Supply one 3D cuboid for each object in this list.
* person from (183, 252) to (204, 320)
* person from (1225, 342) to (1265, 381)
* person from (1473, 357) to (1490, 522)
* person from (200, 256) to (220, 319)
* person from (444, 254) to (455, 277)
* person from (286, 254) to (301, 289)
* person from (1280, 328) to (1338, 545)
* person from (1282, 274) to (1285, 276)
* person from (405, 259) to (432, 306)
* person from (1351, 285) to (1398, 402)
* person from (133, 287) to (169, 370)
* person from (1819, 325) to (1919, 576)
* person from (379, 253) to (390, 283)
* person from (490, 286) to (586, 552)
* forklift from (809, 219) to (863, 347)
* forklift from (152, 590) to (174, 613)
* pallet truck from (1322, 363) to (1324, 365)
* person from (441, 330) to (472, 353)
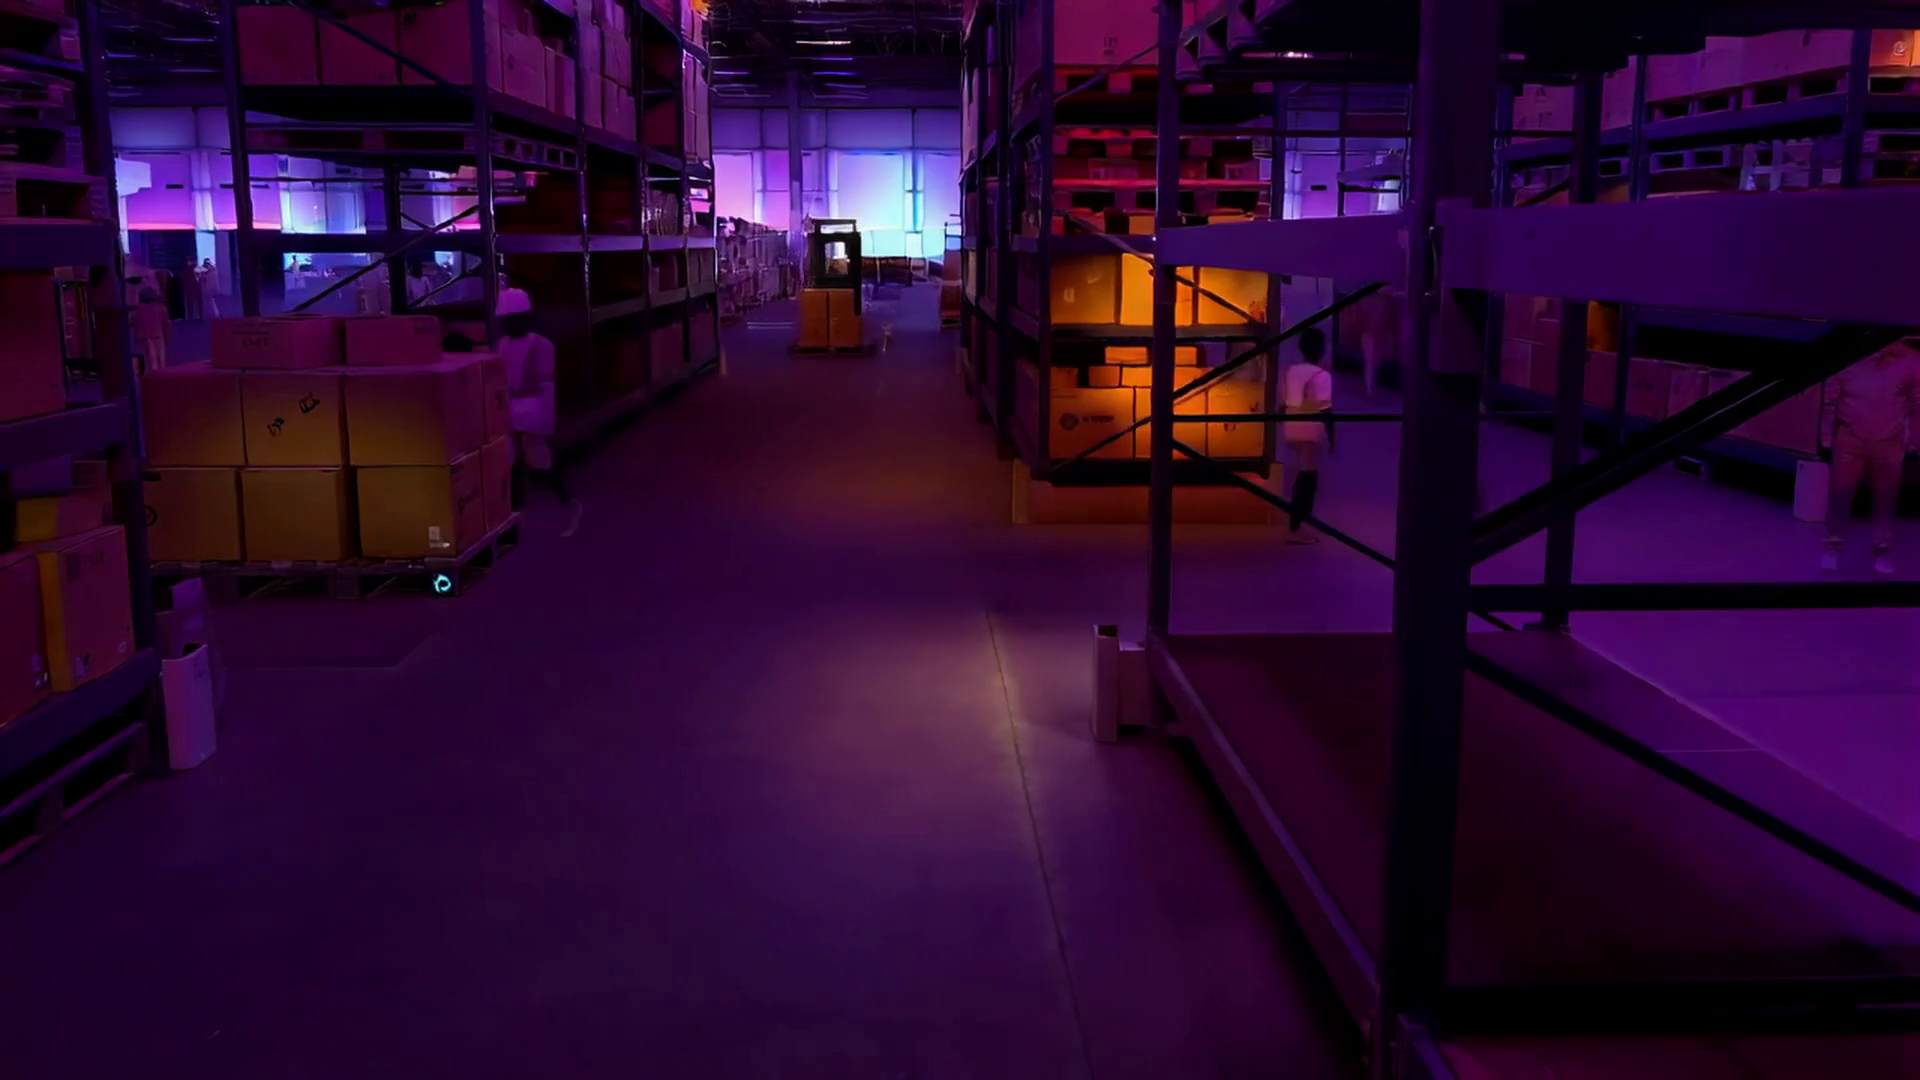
[{"bbox_3d":[-22.993,-7.605,49.825,0.678,2.000,0.537,7,12,33],"label":"person"},{"bbox_3d":[3.599,-2.330,20.822,0.550,1.913,0.866,0,10,0],"label":"person"},{"bbox_3d":[3.306,-0.402,10.868,0.384,1.619,0.507,1,10,6],"label":"person"},{"bbox_3d":[-22.822,-7.670,50.630,0.522,1.905,0.622,3,11,15],"label":"person"},{"bbox_3d":[-21.347,-11.040,69.520,0.429,1.843,0.633,-4,11,-24],"label":"person"},{"bbox_3d":[-27.626,-10.914,68.826,0.747,1.846,0.535,5,11,27],"label":"person"},{"bbox_3d":[2.761,-0.804,12.945,0.616,1.670,0.569,-4,11,-22],"label":"person"},{"bbox_3d":[11.269,-8.915,57.598,0.834,1.878,0.640,7,12,34],"label":"person"},{"bbox_3d":[-12.053,-5.248,36.944,0.647,1.943,0.555,-2,10,-10],"label":"person"},{"bbox_3d":[6.160,-3.001,24.653,0.646,1.875,1.035,-1,10,-4],"label":"person"},{"bbox_3d":[-13.210,-3.327,27.185,0.496,1.615,0.405,-6,12,-31],"label":"person"},{"bbox_3d":[6.435,-0.698,11.751,0.651,1.898,0.395,5,11,26],"label":"person"},{"bbox_3d":[-21.527,-9.785,62.331,0.394,1.919,0.581,1,10,5],"label":"person"},{"bbox_3d":[-3.261,-0.913,12.625,0.615,2.020,0.875,5,11,27],"label":"person"},{"bbox_3d":[-2.668,-5.520,35.874,1.129,2.768,1.873,0,10,-2],"label":"forklift"},{"bbox_3d":[-5.858,-0.811,9.639,1.873,2.768,1.129,-1,10,-3],"label":"forklift"},{"bbox_3d":[7.712,-4.157,30.737,1.885,1.965,0.823,3,11,16],"label":"pallet truck"},{"bbox_3d":[-3.736,-0.730,12.497,0.443,1.680,0.547,0,10,1],"label":"person"}]
